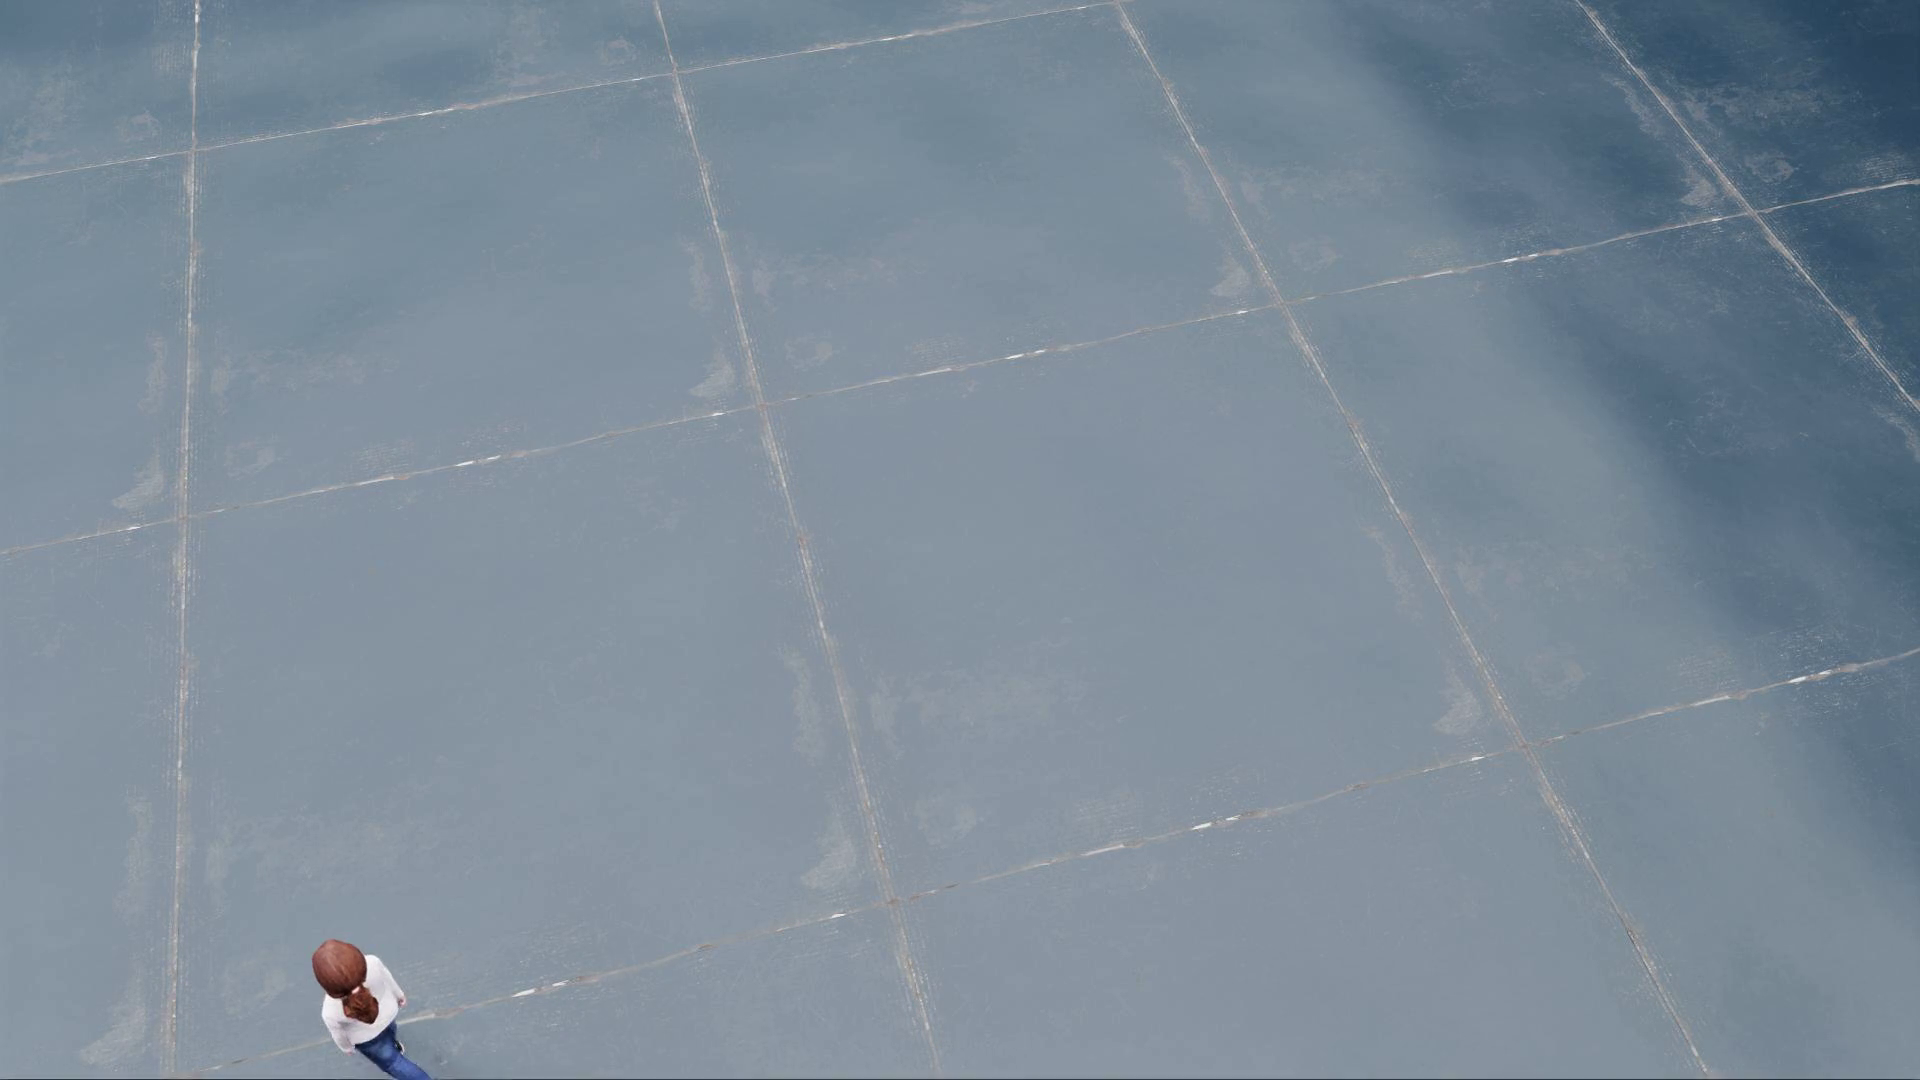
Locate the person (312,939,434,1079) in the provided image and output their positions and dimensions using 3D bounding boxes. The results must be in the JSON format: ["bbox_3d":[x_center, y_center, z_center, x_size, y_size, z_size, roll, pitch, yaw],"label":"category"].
[{"bbox_3d":[-2.187,1.831,6.289,0.794,1.093,0.756,21,55,16],"label":"person"}]
